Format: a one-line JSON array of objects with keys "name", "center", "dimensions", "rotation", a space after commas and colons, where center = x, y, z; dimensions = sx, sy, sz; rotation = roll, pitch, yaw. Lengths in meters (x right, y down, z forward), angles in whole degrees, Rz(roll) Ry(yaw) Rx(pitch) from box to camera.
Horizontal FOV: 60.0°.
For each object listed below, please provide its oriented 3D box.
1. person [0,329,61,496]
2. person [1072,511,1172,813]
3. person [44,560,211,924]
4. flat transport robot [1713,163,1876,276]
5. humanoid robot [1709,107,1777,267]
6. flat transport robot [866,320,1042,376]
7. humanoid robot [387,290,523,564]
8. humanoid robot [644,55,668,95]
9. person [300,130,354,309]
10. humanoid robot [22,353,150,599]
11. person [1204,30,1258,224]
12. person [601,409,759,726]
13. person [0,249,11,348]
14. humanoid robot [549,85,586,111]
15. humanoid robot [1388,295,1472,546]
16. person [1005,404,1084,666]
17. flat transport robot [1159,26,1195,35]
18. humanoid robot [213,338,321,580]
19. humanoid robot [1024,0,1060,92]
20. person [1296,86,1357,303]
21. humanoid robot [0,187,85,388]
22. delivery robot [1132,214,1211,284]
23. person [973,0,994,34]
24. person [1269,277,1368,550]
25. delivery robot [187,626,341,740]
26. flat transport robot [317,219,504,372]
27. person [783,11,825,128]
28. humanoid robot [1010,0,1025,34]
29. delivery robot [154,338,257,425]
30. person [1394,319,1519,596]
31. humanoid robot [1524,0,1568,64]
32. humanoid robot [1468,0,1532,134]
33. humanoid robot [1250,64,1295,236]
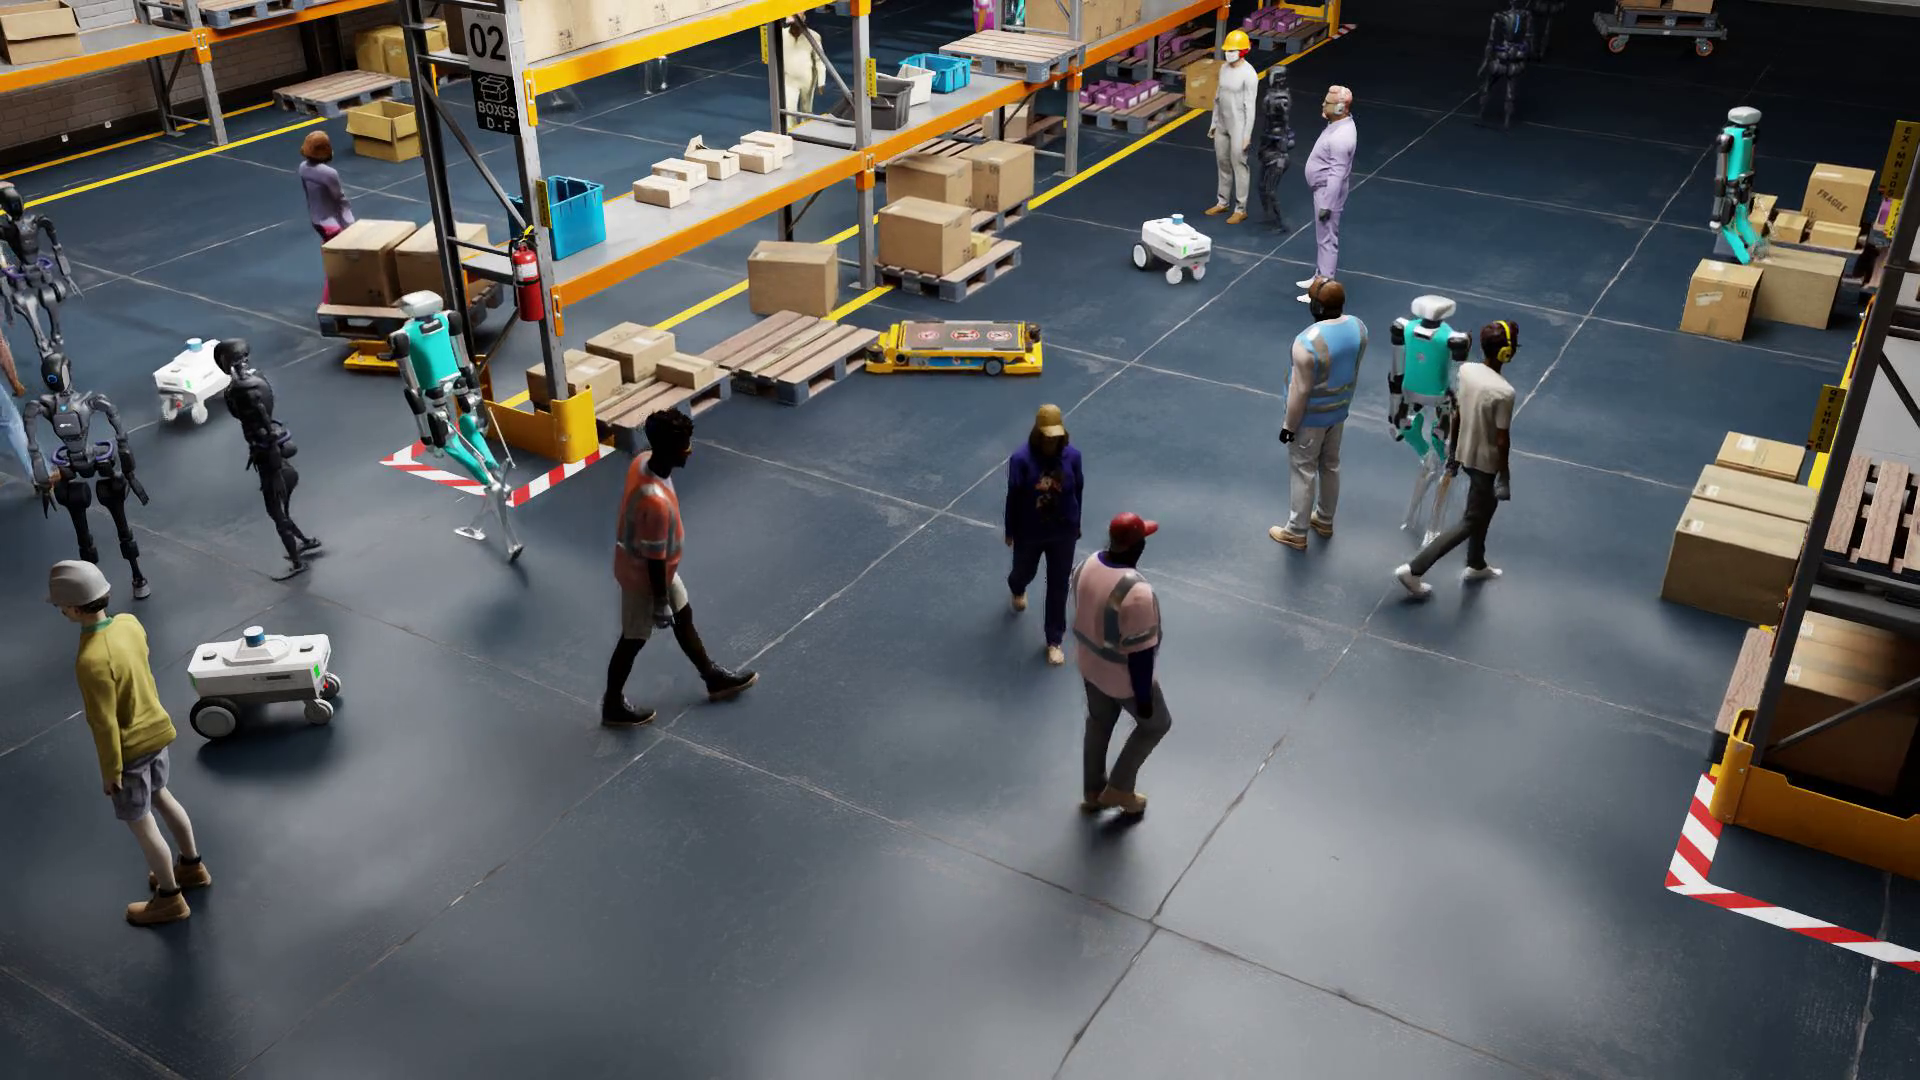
[{"name": "person", "center": [-6.759, -1.124, 11.248], "dimensions": [0.820, 1.938, 0.566], "rotation": [-6, 30, -11]}, {"name": "person", "center": [0.806, 0.637, 8.321], "dimensions": [0.459, 1.733, 0.637], "rotation": [-16, 33, -26]}, {"name": "person", "center": [-3.817, 0.925, 7.675], "dimensions": [0.411, 1.879, 0.487], "rotation": [-1, 29, -1]}, {"name": "flat transport robot", "center": [7.704, -2.582, 15.509], "dimensions": [0.659, 0.231, 1.431], "rotation": [16, 33, 27]}, {"name": "humanoid robot", "center": [6.843, -2.815, 14.433], "dimensions": [0.543, 1.767, 0.736], "rotation": [-22, 36, -33]}, {"name": "flat transport robot", "center": [-0.043, -1.590, 13.754], "dimensions": [1.431, 0.231, 0.659], "rotation": [0, 29, 1]}, {"name": "humanoid robot", "center": [-3.069, -0.672, 10.665], "dimensions": [1.002, 1.761, 0.540], "rotation": [19, 35, 30]}, {"name": "humanoid robot", "center": [-3.864, -6.527, 21.020], "dimensions": [0.551, 1.799, 0.824], "rotation": [-11, 31, -18]}, {"name": "person", "center": [-5.492, -2.726, 14.410], "dimensions": [0.540, 1.613, 0.659], "rotation": [17, 34, 27]}, {"name": "humanoid robot", "center": [-5.311, -0.372, 10.154], "dimensions": [0.599, 1.657, 0.315], "rotation": [-8, 30, -14]}, {"name": "person", "center": [2.707, -4.124, 16.595], "dimensions": [0.379, 1.888, 0.562], "rotation": [-17, 34, -28]}, {"name": "person", "center": [-1.589, 0.166, 8.999], "dimensions": [0.938, 1.898, 0.625], "rotation": [-4, 30, -7]}, {"name": "person", "center": [-8.067, -2.158, 13.295], "dimensions": [0.804, 1.698, 0.882], "rotation": [0, 29, 0]}, {"name": "humanoid robot", "center": [-4.850, -5.996, 20.090], "dimensions": [0.857, 1.790, 0.571], "rotation": [-25, 38, -37]}, {"name": "humanoid robot", "center": [3.105, -0.791, 10.869], "dimensions": [0.538, 1.800, 0.685], "rotation": [24, 37, 36]}, {"name": "person", "center": [0.480, -0.109, 9.775], "dimensions": [0.460, 1.605, 0.680], "rotation": [-3, 30, -6]}, {"name": "flat transport robot", "center": [2.832, -7.123, 23.542], "dimensions": [0.659, 0.231, 1.431], "rotation": [17, 34, 27]}, {"name": "humanoid robot", "center": [-4.323, -0.523, 10.456], "dimensions": [0.393, 1.645, 0.612], "rotation": [-20, 35, -31]}, {"name": "humanoid robot", "center": [1.102, -6.611, 21.132], "dimensions": [0.533, 1.784, 0.651], "rotation": [6, 30, 10]}, {"name": "person", "center": [3.229, -3.046, 14.662], "dimensions": [0.412, 1.913, 0.647], "rotation": [5, 30, 9]}, {"name": "humanoid robot", "center": [-7.188, -1.968, 13.017], "dimensions": [0.666, 1.637, 0.598], "rotation": [21, 35, 32]}, {"name": "delivery robot", "center": [1.981, -2.736, 15.508], "dimensions": [0.523, 0.612, 0.784], "rotation": [-16, 33, -26]}, {"name": "person", "center": [0.308, -6.343, 20.559], "dimensions": [0.345, 1.847, 0.515], "rotation": [12, 32, 20]}, {"name": "person", "center": [2.304, -0.822, 10.800], "dimensions": [0.633, 1.839, 0.429], "rotation": [-21, 36, -33]}, {"name": "delivery robot", "center": [-3.917, 0.770, 9.309], "dimensions": [0.811, 0.613, 0.499], "rotation": [-4, 30, -8]}, {"name": "flat transport robot", "center": [-4.596, -1.782, 14.093], "dimensions": [0.659, 0.231, 1.431], "rotation": [4, 30, 7]}, {"name": "person", "center": [-1.787, -5.069, 18.435], "dimensions": [0.592, 1.705, 0.868], "rotation": [-2, 30, -3]}, {"name": "humanoid robot", "center": [0.852, -7.399, 22.556], "dimensions": [0.546, 1.805, 0.739], "rotation": [21, 36, 33]}, {"name": "delivery robot", "center": [-5.870, -1.275, 12.900], "dimensions": [0.499, 0.589, 0.790], "rotation": [8, 30, 13]}, {"name": "person", "center": [3.126, -0.466, 10.192], "dimensions": [0.849, 1.841, 0.512], "rotation": [-8, 30, -14]}, {"name": "humanoid robot", "center": [7.915, -7.267, 22.367], "dimensions": [0.590, 1.639, 0.349], "rotation": [0, 29, 0]}, {"name": "humanoid robot", "center": [6.380, -5.657, 19.531], "dimensions": [0.603, 1.636, 0.656], "rotation": [-7, 30, -12]}, {"name": "humanoid robot", "center": [3.107, -3.839, 16.303], "dimensions": [0.372, 1.639, 0.616], "rotation": [-7, 30, -11]}]
